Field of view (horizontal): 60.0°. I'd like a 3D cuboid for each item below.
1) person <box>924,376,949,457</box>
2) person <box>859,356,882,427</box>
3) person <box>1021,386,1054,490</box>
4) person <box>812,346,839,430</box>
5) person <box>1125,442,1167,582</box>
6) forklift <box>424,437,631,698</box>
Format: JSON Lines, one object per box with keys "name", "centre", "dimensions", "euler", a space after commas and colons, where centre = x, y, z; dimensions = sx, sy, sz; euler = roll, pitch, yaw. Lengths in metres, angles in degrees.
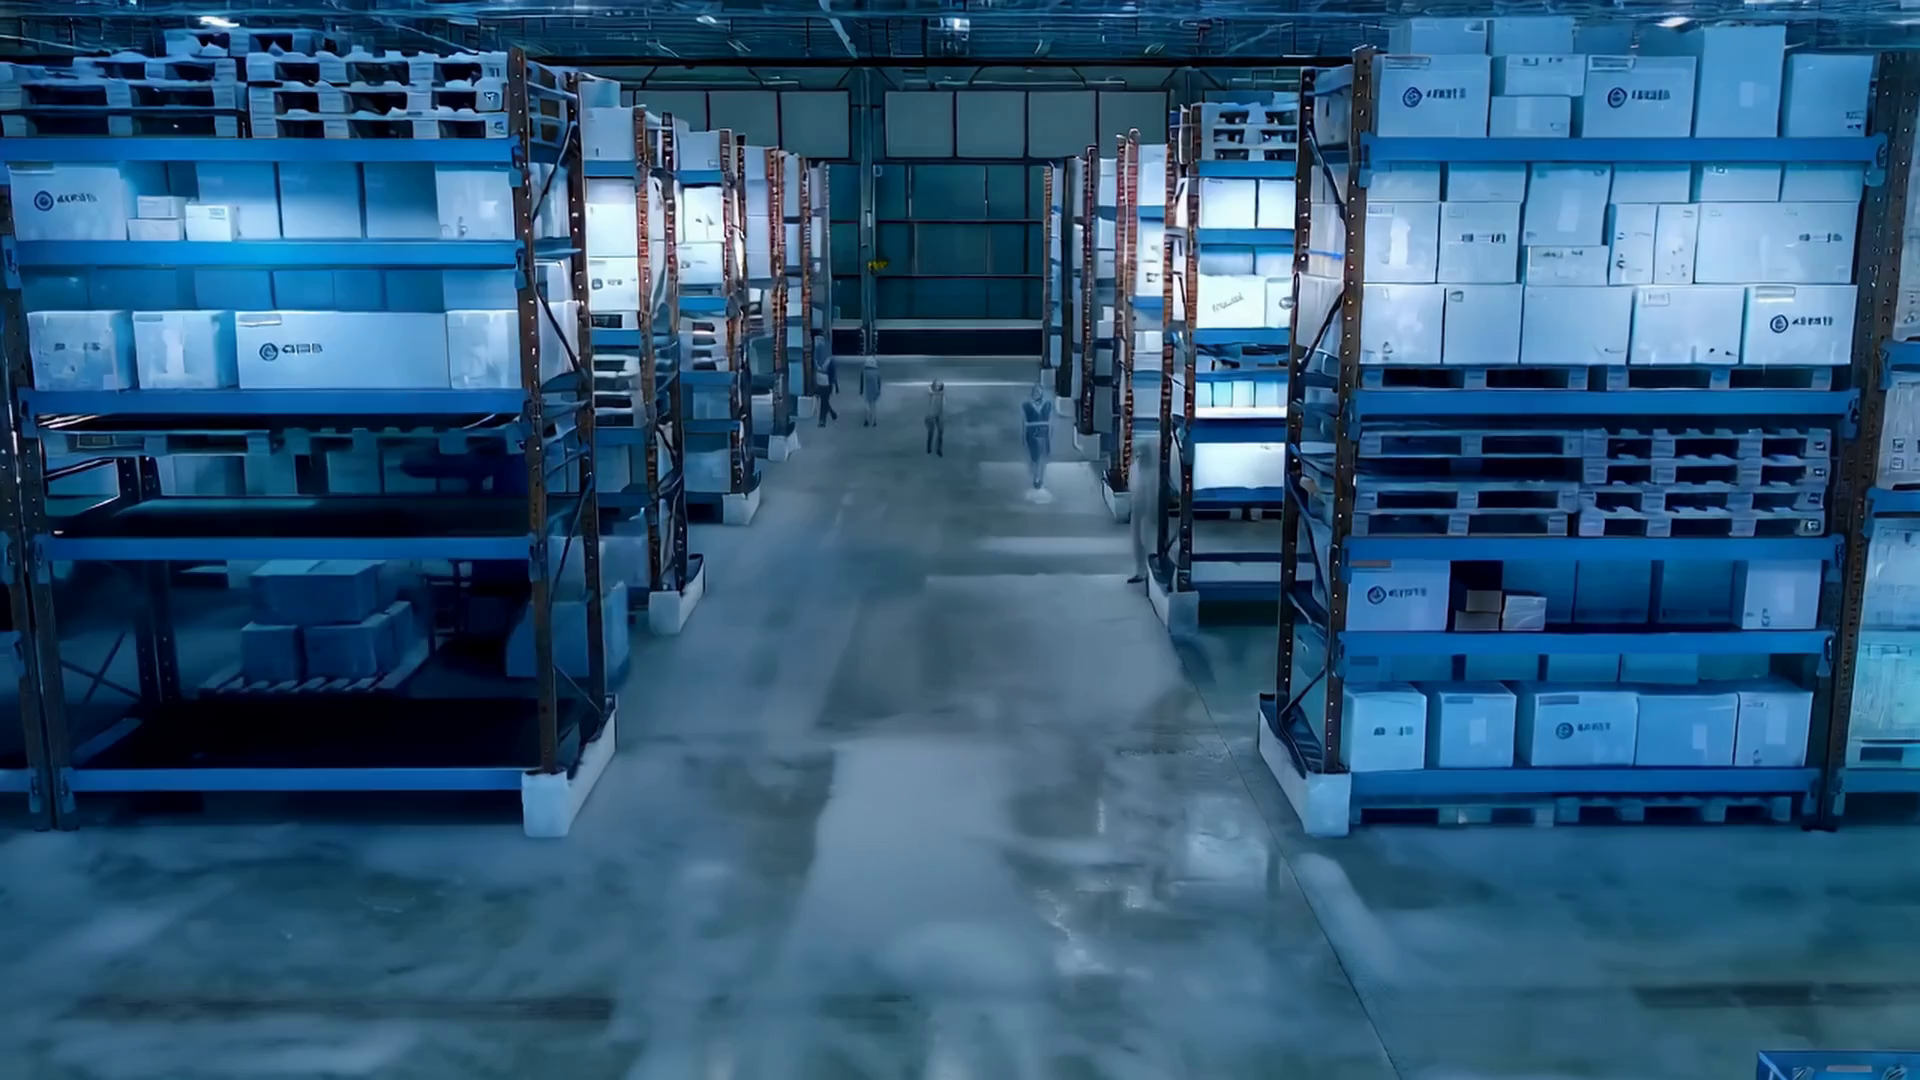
{"name": "person", "centre": [-0.482, -2.463, 33.026], "dimensions": [0.522, 1.619, 0.450], "euler": [-3, 12, -15]}
{"name": "person", "centre": [-2.012, -3.323, 37.291], "dimensions": [0.523, 1.618, 0.415], "euler": [2, 12, 8]}
{"name": "person", "centre": [1.362, -1.794, 29.197], "dimensions": [0.600, 1.828, 0.449], "euler": [-2, 12, -10]}
{"name": "person", "centre": [-3.011, -3.432, 37.277], "dimensions": [0.640, 1.861, 0.959], "euler": [8, 14, 36]}
{"name": "person", "centre": [2.481, -0.369, 21.988], "dimensions": [0.509, 1.887, 0.661], "euler": [-7, 14, -32]}
{"name": "forklift", "centre": [-4.390, 0.181, 16.802], "dimensions": [1.873, 2.768, 1.129], "euler": [0, 11, -1]}
